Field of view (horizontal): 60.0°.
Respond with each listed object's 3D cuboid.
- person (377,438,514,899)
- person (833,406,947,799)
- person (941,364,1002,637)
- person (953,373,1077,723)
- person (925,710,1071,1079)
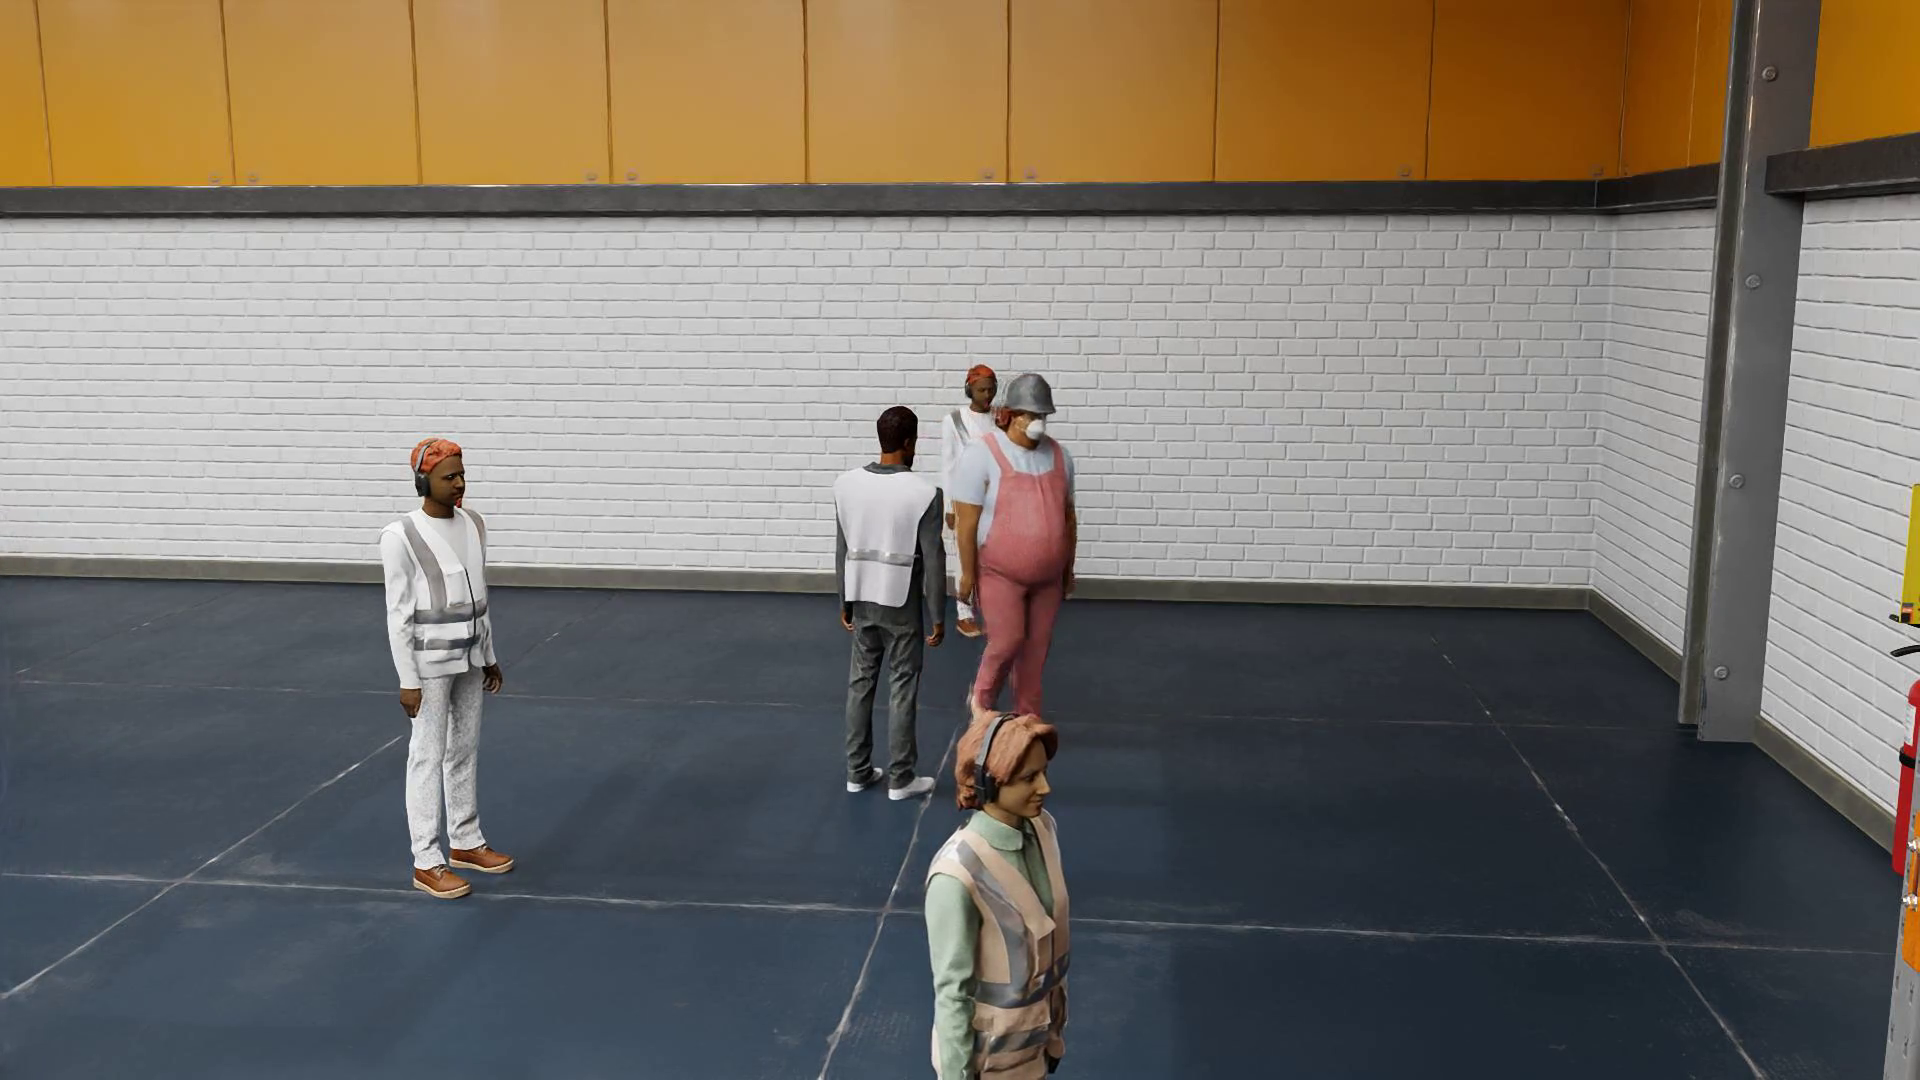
[{"bbox_3d":[-2.124,0.518,6.898,0.356,1.883,0.574,4,11,22],"label":"person"},{"bbox_3d":[-0.344,0.310,8.038,0.595,1.908,0.397,5,11,26],"label":"person"},{"bbox_3d":[0.141,-0.269,11.432,0.585,1.878,0.364,-5,11,-28],"label":"person"},{"bbox_3d":[0.338,0.120,8.725,0.704,2.000,0.537,-5,11,-29],"label":"person"},{"bbox_3d":[0.090,1.183,3.790,0.307,1.639,0.525,5,11,26],"label":"person"}]
